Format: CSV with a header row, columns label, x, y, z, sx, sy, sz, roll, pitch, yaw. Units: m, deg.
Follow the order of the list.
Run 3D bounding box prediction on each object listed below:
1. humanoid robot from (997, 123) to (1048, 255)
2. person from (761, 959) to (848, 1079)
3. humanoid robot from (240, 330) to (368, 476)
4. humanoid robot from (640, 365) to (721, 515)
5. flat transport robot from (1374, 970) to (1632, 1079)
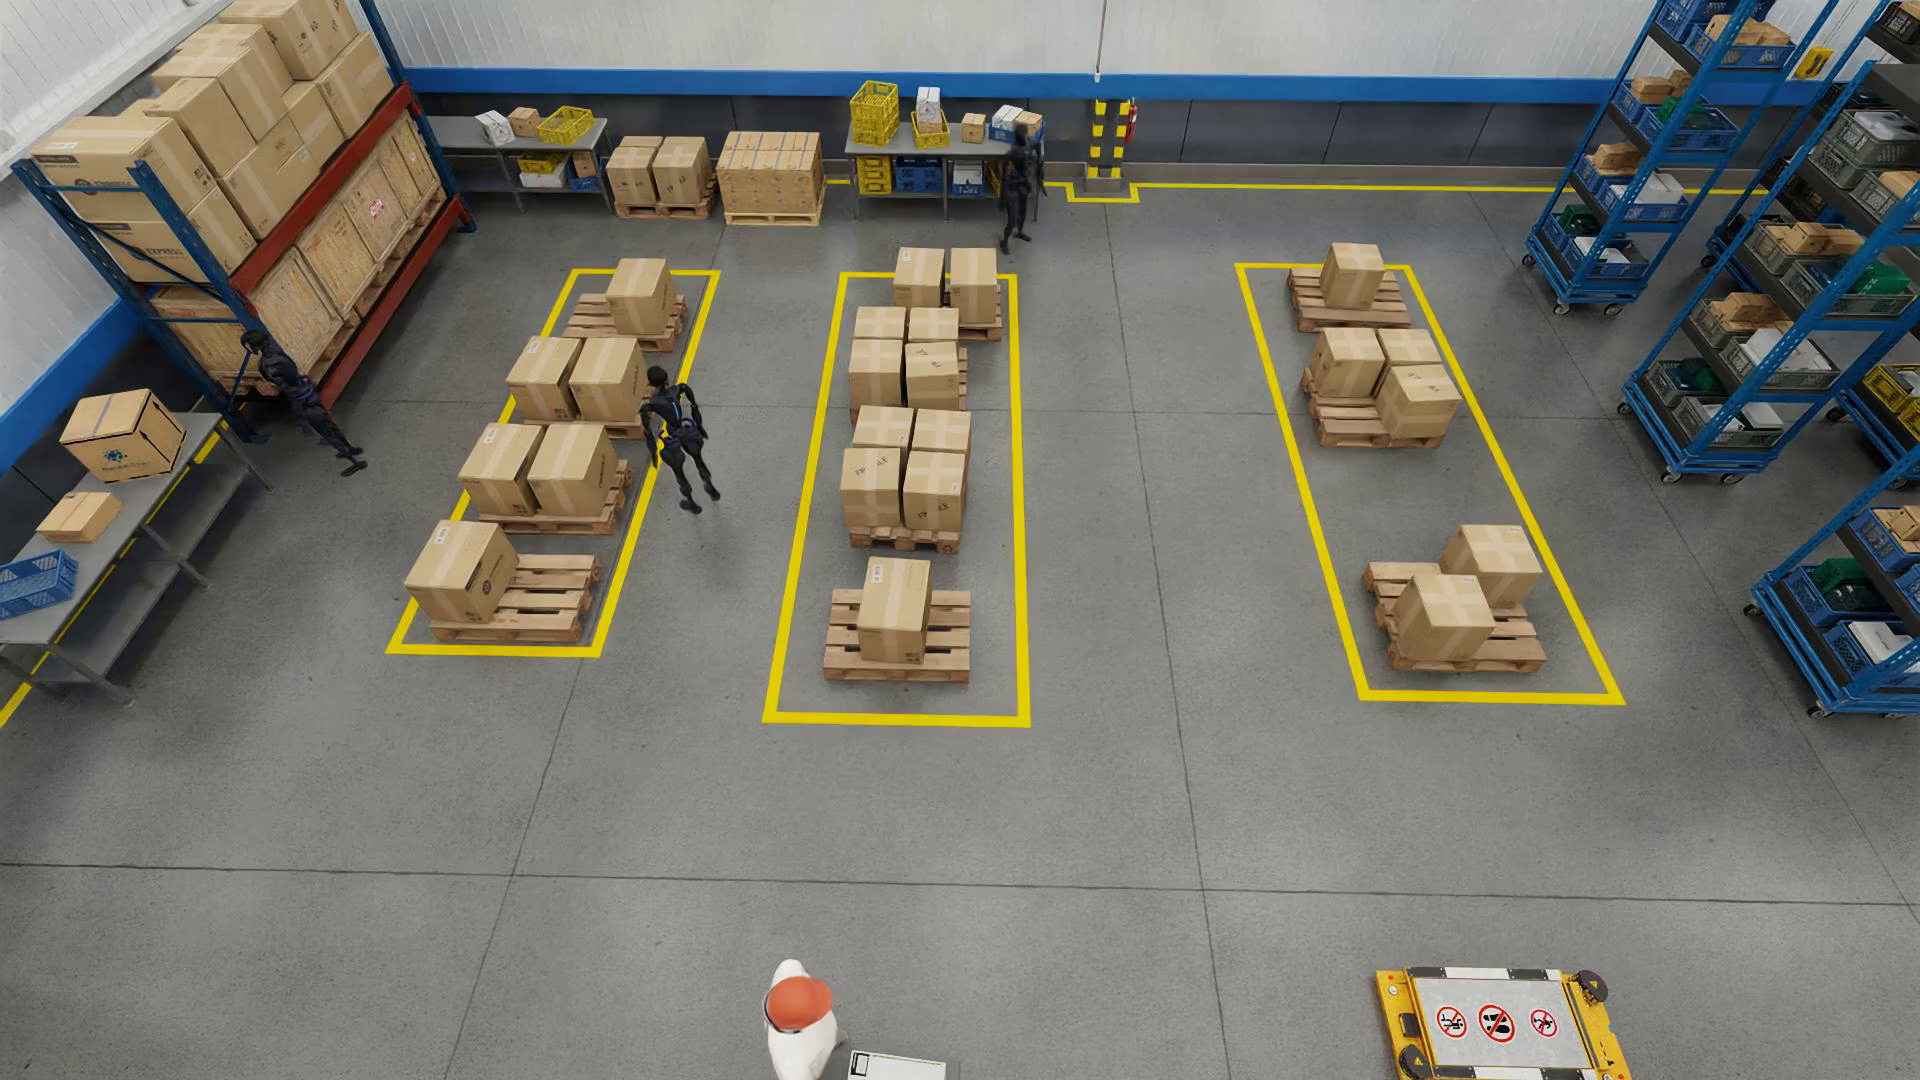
label,x,y,z,sx,sy,sz,roll,pitch,yaw
humanoid robot,0.722,-4.246,11.046,0.603,1.626,0.500,-32,58,-24
person,-0.824,2.792,5.103,0.399,1.987,0.613,-7,51,-6
humanoid robot,-6.170,-1.291,8.621,0.315,1.657,0.610,-25,55,-19
humanoid robot,-2.548,-0.901,8.310,0.308,1.653,0.579,34,59,25
flat transport robot,3.501,3.133,5.914,1.431,0.197,0.652,1,51,1
